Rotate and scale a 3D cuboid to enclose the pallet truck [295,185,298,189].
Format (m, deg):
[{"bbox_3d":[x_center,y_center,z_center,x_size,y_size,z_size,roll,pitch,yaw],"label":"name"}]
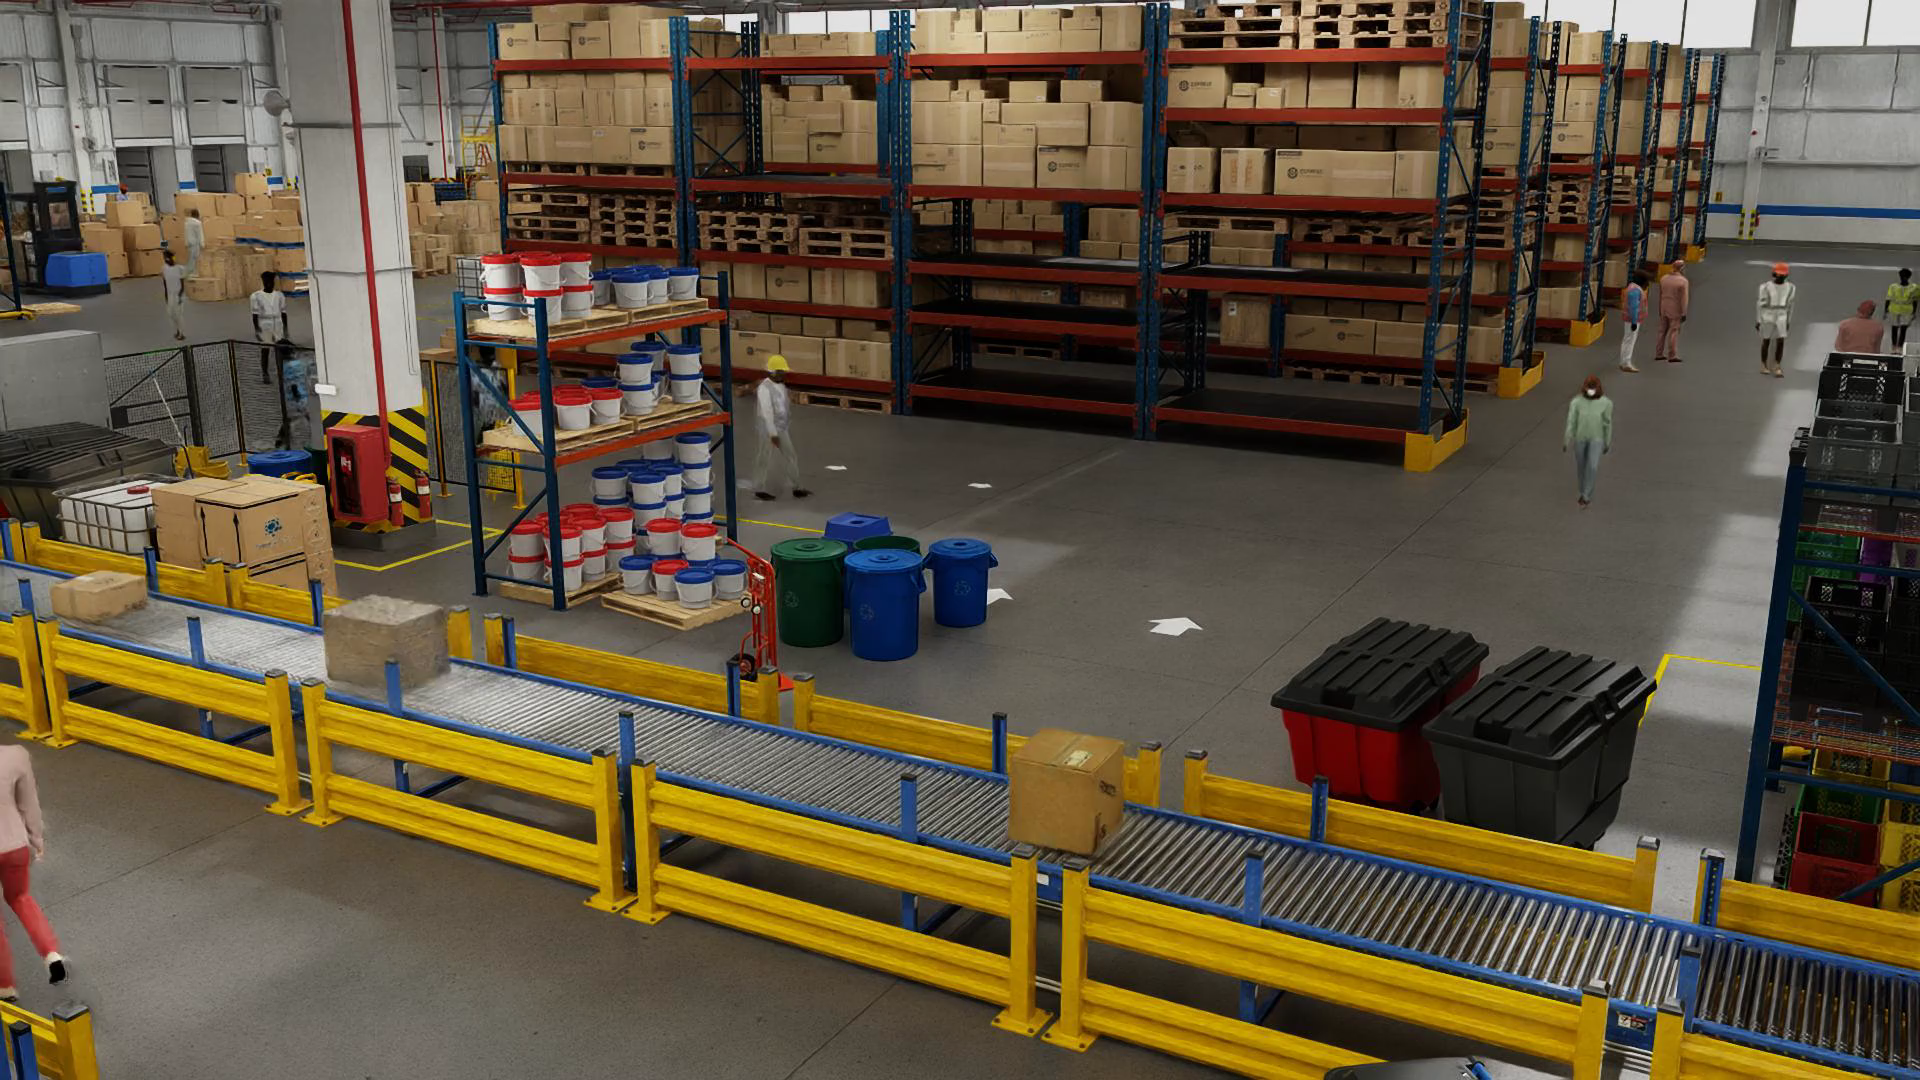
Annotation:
[{"bbox_3d":[-26.804,-14.617,69.738,1.885,1.965,0.823,-14,20,-42],"label":"pallet truck"}]

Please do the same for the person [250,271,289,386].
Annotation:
[{"bbox_3d":[-11.804,-3.628,28.515,0.390,1.957,0.603,14,20,42],"label":"person"}]

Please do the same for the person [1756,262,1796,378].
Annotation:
[{"bbox_3d":[14.349,-3.857,29.255,0.632,2.008,0.929,3,15,12],"label":"person"}]

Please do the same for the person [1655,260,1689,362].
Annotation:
[{"bbox_3d":[13.318,-4.273,31.042,0.399,1.902,0.644,-7,16,-24],"label":"person"}]

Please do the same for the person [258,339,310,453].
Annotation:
[{"bbox_3d":[-9.126,-1.933,22.743,0.971,1.627,0.551,-1,15,-5],"label":"person"}]

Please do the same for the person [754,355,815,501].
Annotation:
[{"bbox_3d":[-2.167,-1.335,20.199,0.830,1.799,0.615,6,16,22],"label":"person"}]

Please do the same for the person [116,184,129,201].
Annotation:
[{"bbox_3d":[-28.851,-11.337,57.525,0.358,1.938,0.545,2,15,6],"label":"person"}]

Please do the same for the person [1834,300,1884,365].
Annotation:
[{"bbox_3d":[13.515,-2.685,25.116,0.658,1.875,0.451,3,15,10],"label":"person"}]

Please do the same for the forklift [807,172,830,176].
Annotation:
[{"bbox_3d":[-5.198,-12.865,61.463,1.129,2.768,1.873,8,17,28],"label":"forklift"}]

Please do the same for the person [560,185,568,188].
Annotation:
[{"bbox_3d":[-14.951,-12.711,62.821,1.036,1.883,0.649,-1,15,-3],"label":"person"}]

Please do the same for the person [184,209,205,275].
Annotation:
[{"bbox_3d":[-20.807,-8.064,45.357,0.649,1.883,0.860,10,18,34],"label":"person"}]

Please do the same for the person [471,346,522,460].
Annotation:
[{"bbox_3d":[-6.236,-1.818,22.287,0.874,1.648,0.552,5,16,18],"label":"person"}]

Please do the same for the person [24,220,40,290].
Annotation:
[{"bbox_3d":[-23.061,-7.072,41.595,0.584,1.882,0.337,-2,15,-6],"label":"person"}]

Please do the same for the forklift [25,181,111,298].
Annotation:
[{"bbox_3d":[-22.198,-7.459,41.139,1.873,2.768,1.129,8,17,28],"label":"forklift"}]

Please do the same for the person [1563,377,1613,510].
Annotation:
[{"bbox_3d":[7.503,-1.162,19.933,0.519,1.581,0.856,8,17,27],"label":"person"}]

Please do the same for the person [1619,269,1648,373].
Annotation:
[{"bbox_3d":[12.130,-3.946,29.924,0.429,1.842,0.629,5,16,17],"label":"person"}]

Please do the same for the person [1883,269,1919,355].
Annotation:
[{"bbox_3d":[17.867,-4.313,31.639,0.553,1.649,0.851,11,18,36],"label":"person"}]

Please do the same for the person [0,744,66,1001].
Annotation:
[{"bbox_3d":[-5.207,1.676,8.968,0.475,1.756,0.534,9,18,31],"label":"person"}]

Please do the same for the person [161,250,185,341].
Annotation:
[{"bbox_3d":[-15.932,-4.953,33.713,0.494,1.847,0.420,1,15,4],"label":"person"}]
